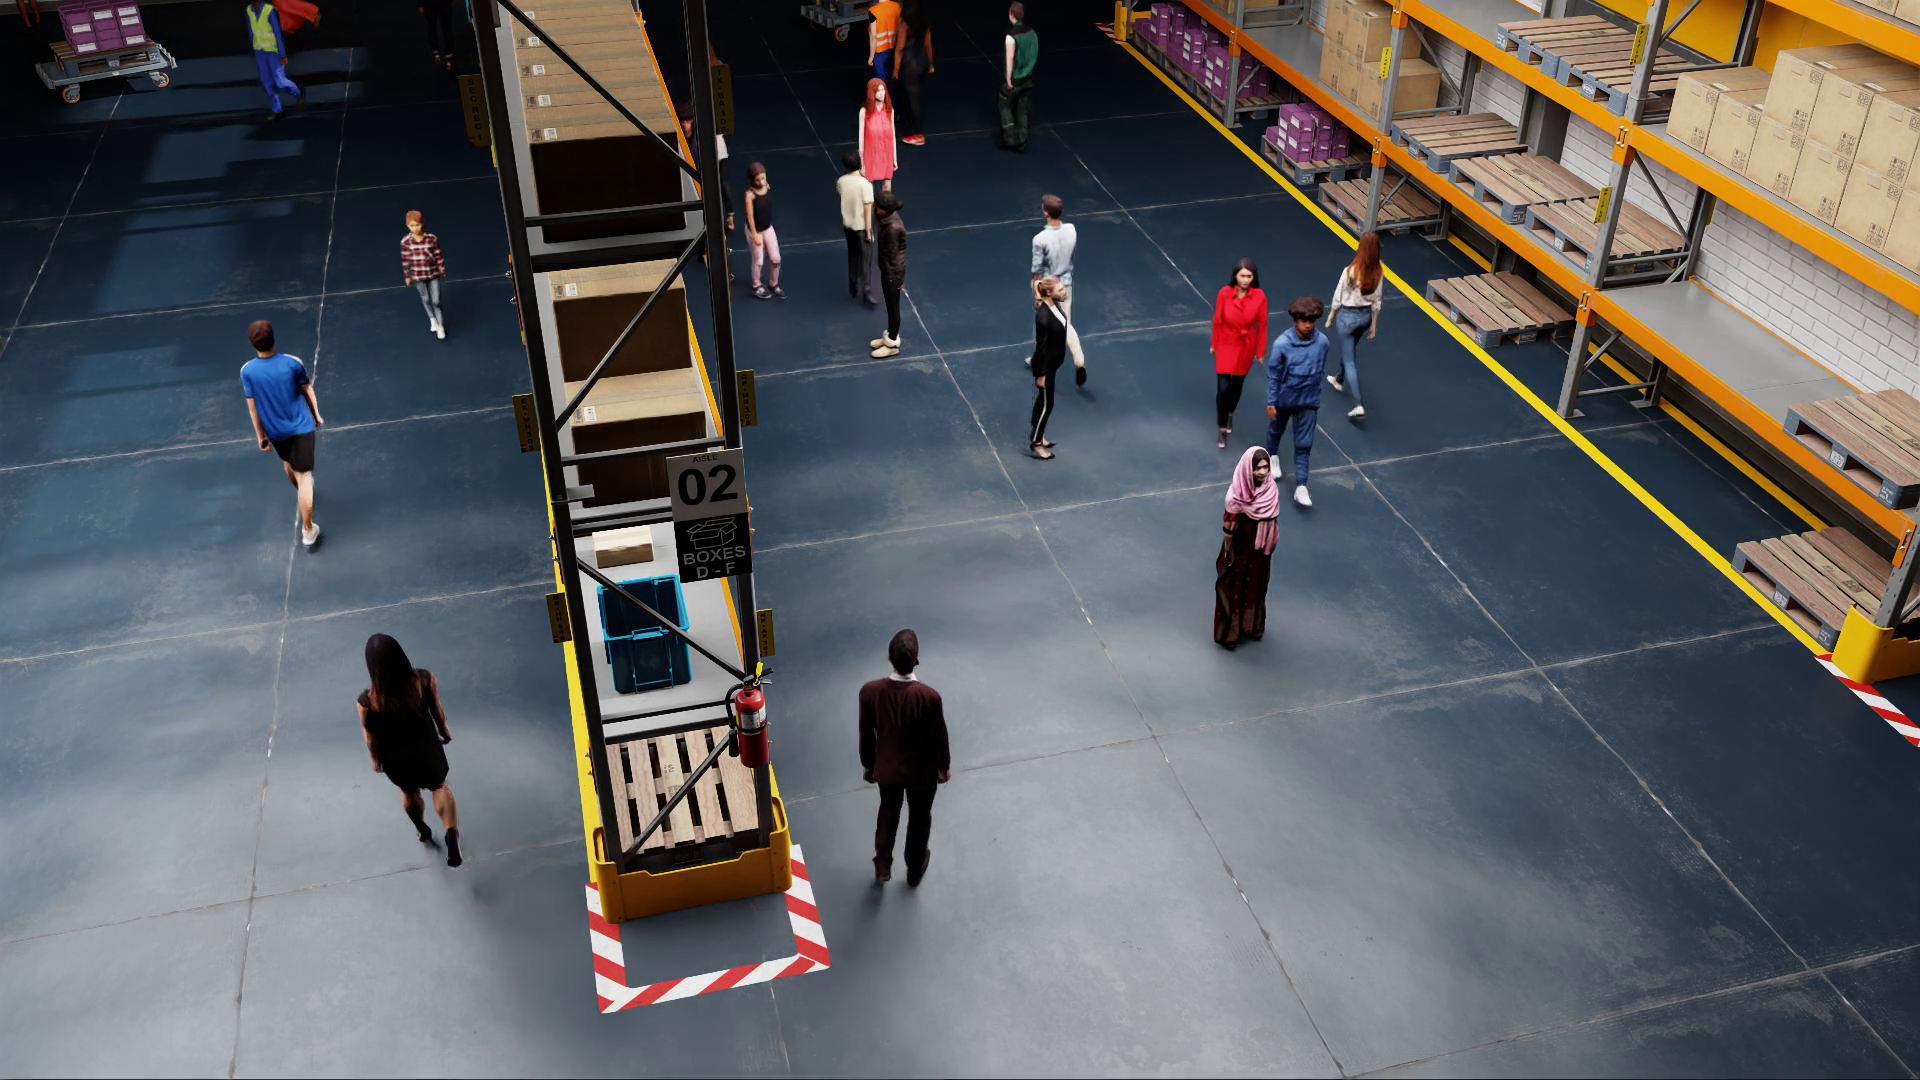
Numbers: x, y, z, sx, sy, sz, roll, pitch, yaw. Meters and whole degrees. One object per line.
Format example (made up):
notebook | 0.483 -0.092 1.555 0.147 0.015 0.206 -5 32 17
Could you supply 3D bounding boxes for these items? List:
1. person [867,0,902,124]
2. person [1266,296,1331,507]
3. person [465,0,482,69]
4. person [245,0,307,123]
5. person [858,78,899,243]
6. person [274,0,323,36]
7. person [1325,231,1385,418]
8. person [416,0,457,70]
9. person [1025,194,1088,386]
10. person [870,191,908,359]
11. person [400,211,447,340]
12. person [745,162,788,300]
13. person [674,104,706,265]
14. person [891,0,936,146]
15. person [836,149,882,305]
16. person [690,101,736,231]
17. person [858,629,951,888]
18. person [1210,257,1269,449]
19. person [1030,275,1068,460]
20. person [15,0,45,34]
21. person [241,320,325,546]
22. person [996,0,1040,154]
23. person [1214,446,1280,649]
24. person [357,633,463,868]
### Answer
person | -0.960 -6.294 21.420 0.785 1.887 0.783 -25 41 -33
person | 2.770 -1.243 13.925 0.822 1.770 1.182 -3 34 -4
person | -6.751 -7.429 23.476 0.644 1.500 0.668 -20 38 -27
person | -8.920 -6.367 21.607 0.942 1.801 1.028 13 36 19
person | -0.905 -4.181 18.295 0.617 1.826 0.544 -13 36 -19
person | -9.916 -8.343 24.593 0.797 1.785 0.937 -3 34 -4
person | 3.588 -1.925 15.017 0.593 1.697 1.120 -10 35 -14
person | -7.342 -7.528 23.360 0.709 1.793 0.967 -8 34 -12
person | 0.918 -2.300 15.466 0.794 1.825 1.118 -16 37 -23
person | -0.646 -2.577 16.032 0.635 1.660 0.565 10 35 15
person | -5.311 -2.681 16.522 0.555 1.291 0.732 -7 34 -10
person | -2.068 -3.179 17.059 0.766 1.526 0.702 19 38 27
person | -2.910 -3.881 17.939 0.685 1.721 1.064 -6 34 -9
person | -0.555 -5.903 20.937 1.100 1.769 1.038 21 39 28
person | -1.040 -3.181 17.030 0.853 1.562 0.710 -24 41 -32
person | -2.721 -4.310 18.541 0.955 1.768 1.260 -28 43 -35
person | -0.344 1.386 9.896 0.859 1.851 0.914 9 35 13
person | 2.430 -1.717 14.676 0.760 1.729 0.855 3 34 4
person | 0.725 -1.509 14.388 0.748 1.702 0.618 9 35 13
person | -14.147 -8.506 24.879 0.725 1.741 0.595 6 34 8
person | -5.359 -0.833 13.262 0.659 1.822 1.222 -7 34 -10
person | 0.772 -5.684 20.566 0.789 1.816 0.809 -29 43 -36
person | 2.090 0.034 12.125 0.720 1.637 0.686 -17 37 -24
person | -3.307 1.323 10.132 0.809 1.696 0.983 -19 38 -27
